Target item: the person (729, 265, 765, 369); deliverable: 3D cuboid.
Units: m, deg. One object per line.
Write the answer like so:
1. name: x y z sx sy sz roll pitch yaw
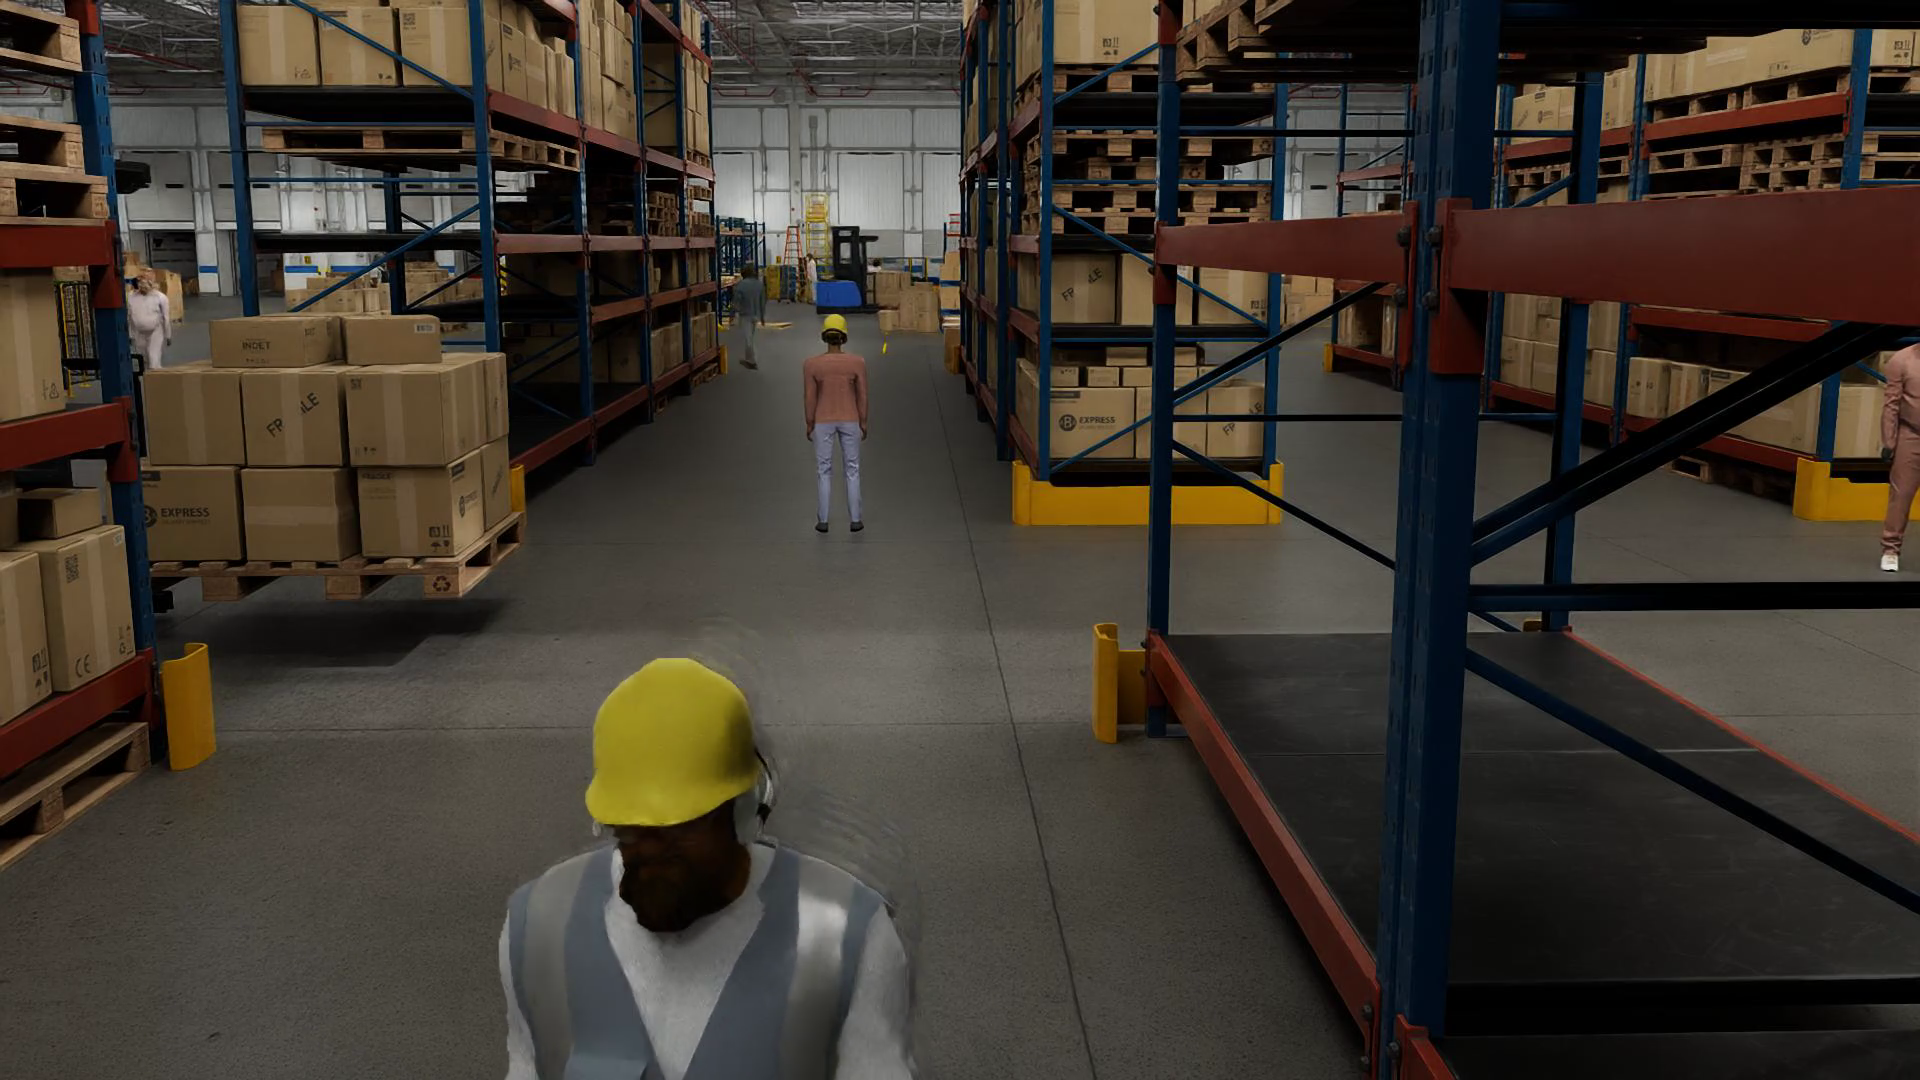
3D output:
1. person: -3.981 -4.125 30.801 0.653 1.901 0.915 -8 13 -38

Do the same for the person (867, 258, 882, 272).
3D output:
1. person: -2.900 -8.674 56.533 0.649 1.781 0.994 -7 12 -35

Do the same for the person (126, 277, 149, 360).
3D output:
1. person: -15.917 -4.281 32.319 0.541 1.675 0.674 -4 11 -24

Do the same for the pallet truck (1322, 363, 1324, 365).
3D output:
1. pallet truck: 7.712 -4.157 30.737 1.885 1.965 0.823 3 11 16

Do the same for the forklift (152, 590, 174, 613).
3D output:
1. forklift: -5.858 -0.811 9.639 1.873 2.768 1.129 -1 10 -3

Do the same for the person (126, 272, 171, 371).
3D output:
1. person: -12.489 -3.182 25.629 0.673 1.885 0.551 -1 10 -4

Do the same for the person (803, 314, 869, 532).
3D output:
1. person: -0.999 -0.937 13.448 0.525 1.769 0.308 -1 10 -6

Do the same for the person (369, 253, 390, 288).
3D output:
1. person: -15.980 -6.904 45.921 0.536 2.000 0.674 -1 10 -5

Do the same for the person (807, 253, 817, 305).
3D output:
1. person: -5.464 -9.623 61.384 0.371 1.931 0.634 -2 10 -13

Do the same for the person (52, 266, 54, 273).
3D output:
1. person: -20.484 -5.255 37.074 0.669 1.922 0.679 -6 12 -31

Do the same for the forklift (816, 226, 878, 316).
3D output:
1. forklift: -3.632 -8.575 52.891 1.129 2.768 1.873 7 12 34

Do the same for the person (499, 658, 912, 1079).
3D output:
1. person: -0.354 1.055 2.253 0.615 1.790 0.890 0 10 1

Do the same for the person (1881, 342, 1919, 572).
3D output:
1. person: 6.858 -0.694 11.734 0.647 1.899 0.398 4 11 23
